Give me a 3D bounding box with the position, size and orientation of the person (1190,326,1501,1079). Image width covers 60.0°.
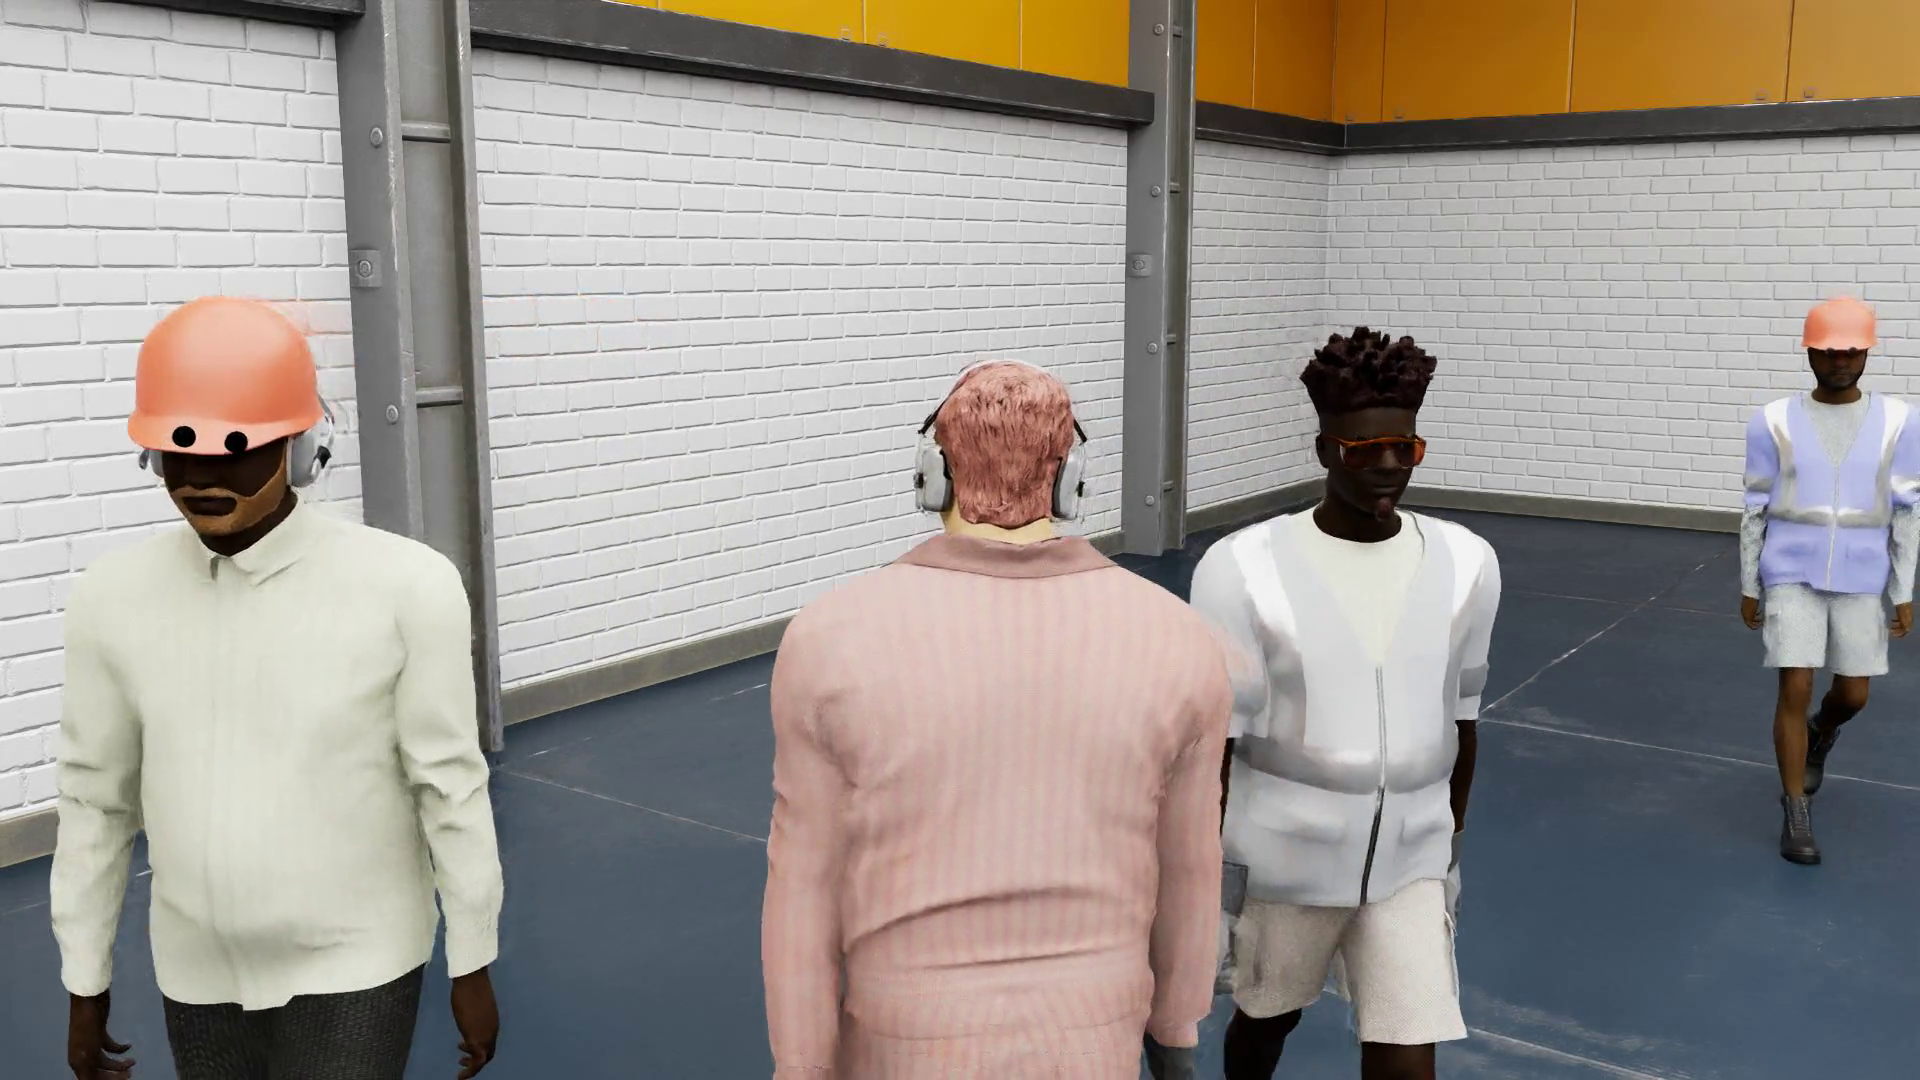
[{"bbox_3d":[0.687,0.562,3.090,0.619,1.920,1.026,-1,10,-6],"label":"person"}]

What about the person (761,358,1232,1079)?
[{"bbox_3d":[0.054,0.690,2.381,0.672,1.886,0.454,-2,10,-10],"label":"person"}]

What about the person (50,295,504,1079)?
[{"bbox_3d":[-1.028,0.634,2.461,0.662,1.969,0.510,1,10,6],"label":"person"}]

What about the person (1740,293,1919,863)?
[{"bbox_3d":[2.990,0.108,5.764,0.558,1.922,0.741,4,10,21],"label":"person"}]
